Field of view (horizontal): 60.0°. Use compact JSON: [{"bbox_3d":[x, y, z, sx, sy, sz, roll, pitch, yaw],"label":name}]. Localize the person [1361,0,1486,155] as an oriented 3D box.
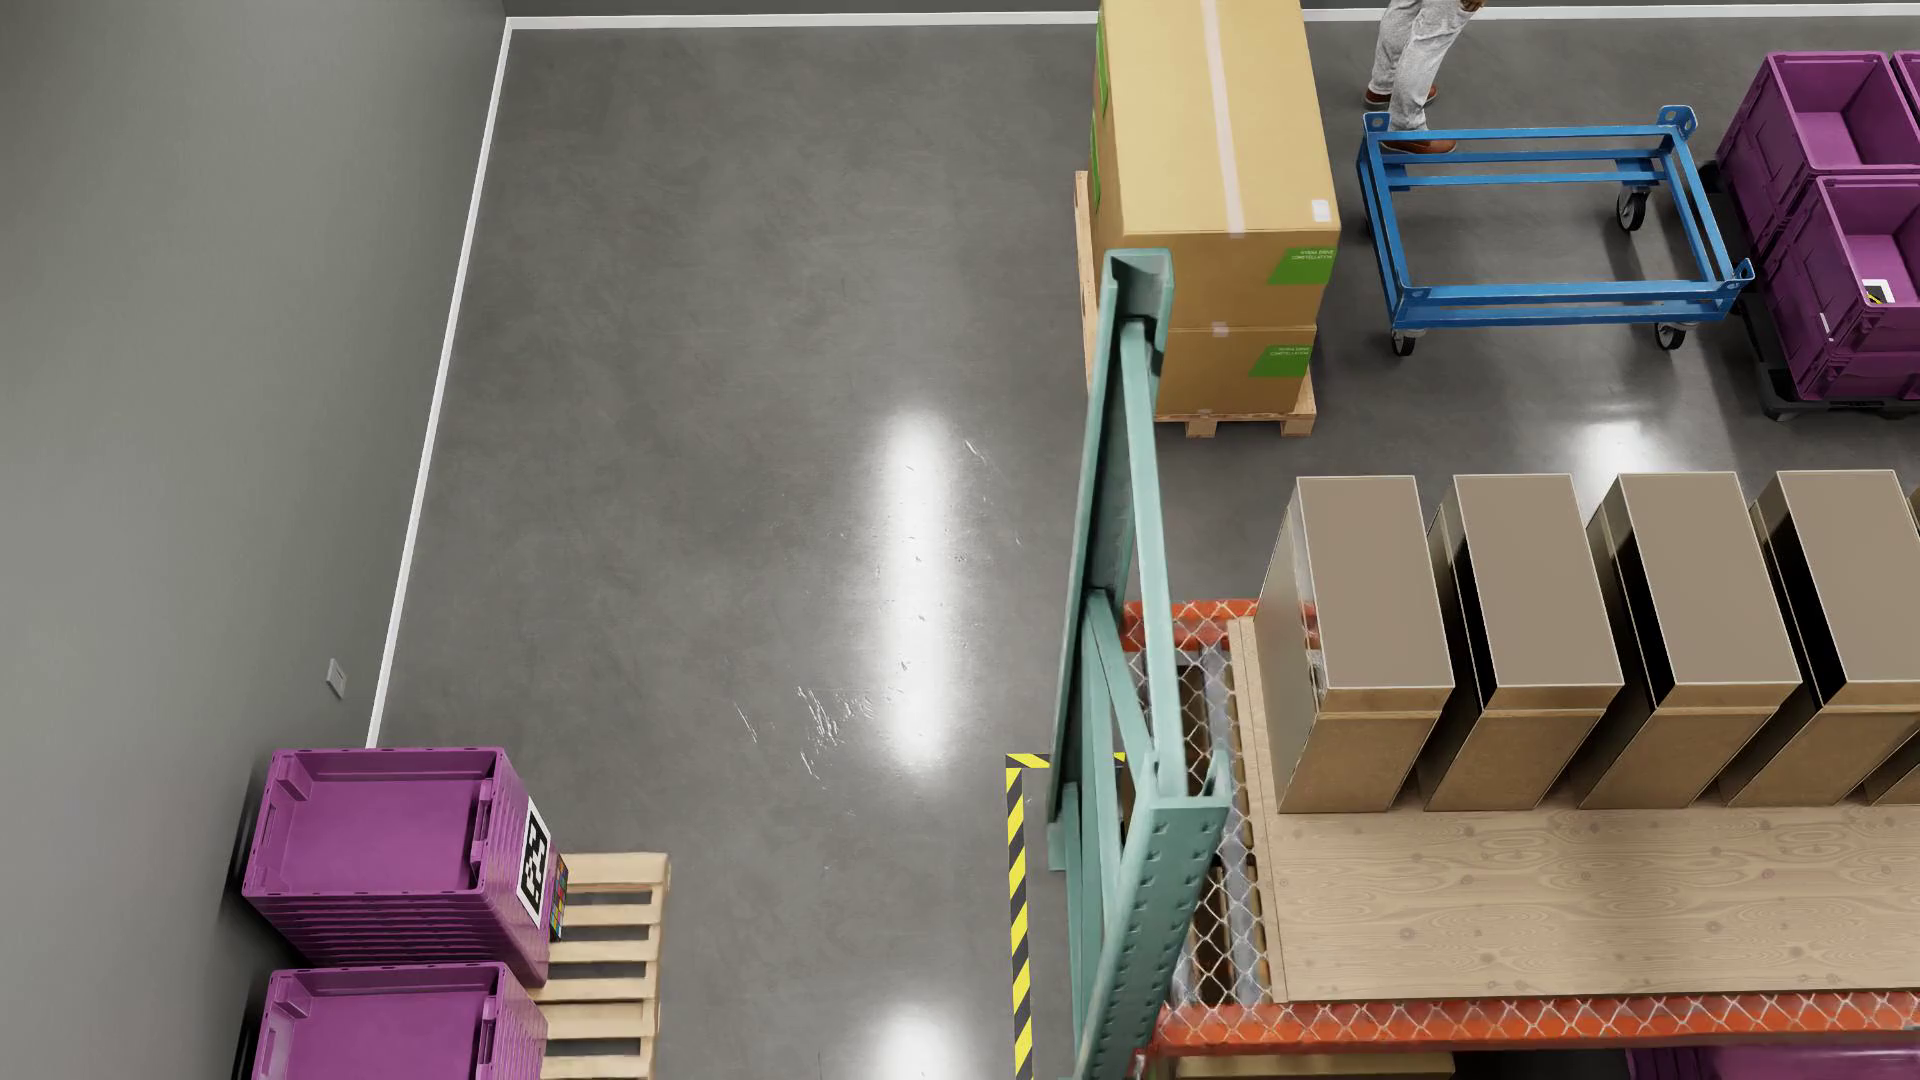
[{"bbox_3d":[1.832,-2.241,6.077,0.353,1.937,0.635,-3,58,-2],"label":"person"}]
